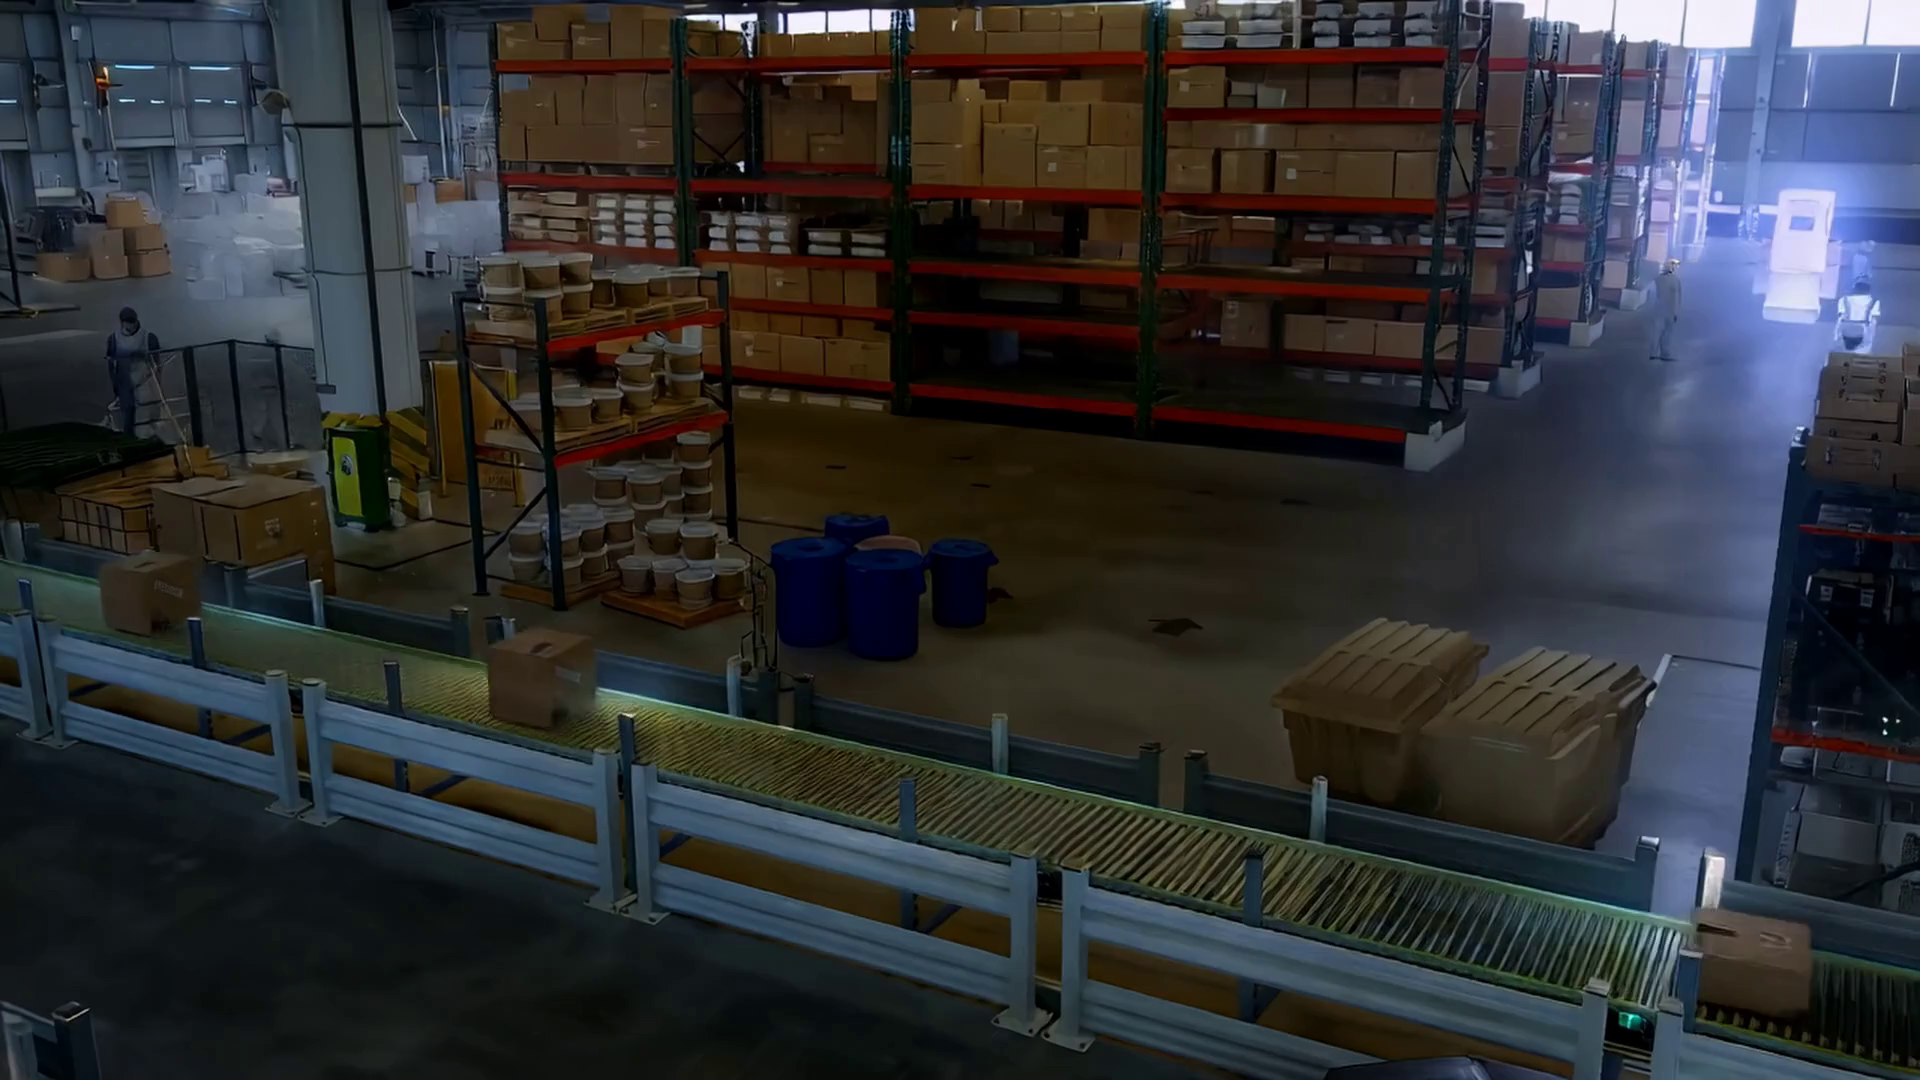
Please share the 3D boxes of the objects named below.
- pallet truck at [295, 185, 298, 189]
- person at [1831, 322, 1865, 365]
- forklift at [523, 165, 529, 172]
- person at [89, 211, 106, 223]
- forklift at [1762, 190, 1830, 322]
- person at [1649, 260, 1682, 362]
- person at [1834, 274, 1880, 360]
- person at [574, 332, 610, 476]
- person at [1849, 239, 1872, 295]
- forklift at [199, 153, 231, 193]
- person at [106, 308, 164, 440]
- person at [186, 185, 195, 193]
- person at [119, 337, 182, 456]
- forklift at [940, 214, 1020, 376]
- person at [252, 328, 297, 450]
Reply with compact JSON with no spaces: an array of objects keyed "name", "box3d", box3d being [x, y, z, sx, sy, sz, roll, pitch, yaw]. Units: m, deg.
[{"name":"pallet truck","box3d":[-26.804,-14.617,69.738,1.885,1.965,0.823,-14,20,-42]},{"name":"person","box3d":[11.947,-1.977,22.393,0.575,1.900,0.839,-14,20,-42]},{"name":"forklift","box3d":[-16.560,-13.622,64.309,1.873,2.768,1.129,3,15,10]},{"name":"person","box3d":[-25.113,-8.809,48.633,0.602,1.617,0.542,9,17,29]},{"name":"forklift","box3d":[18.659,-6.356,36.996,1.129,2.768,1.873,8,17,27]},{"name":"person","box3d":[13.229,-4.283,31.090,0.400,1.901,0.645,-5,16,-18]},{"name":"person","box3d":[14.776,-3.380,27.475,0.608,2.018,0.893,9,17,30]},{"name":"person","box3d":[-4.817,-1.846,21.737,0.388,1.992,0.622,2,15,6]},{"name":"person","box3d":[19.233,-5.472,35.568,0.399,1.899,0.635,12,19,38]},{"name":"forklift","box3d":[-27.440,-12.865,61.464,1.873,2.768,1.129,8,17,28]},{"name":"person","box3d":[-11.360,-2.187,22.929,0.690,2.000,0.538,-6,16,-20]},{"name":"person","box3d":[-26.711,-11.351,57.684,0.933,1.875,0.563,1,15,4]},{"name":"person","box3d":[-10.847,-1.857,22.269,0.594,1.749,0.529,-8,17,-27]},{"name":"forklift","box3d":[0.030,-4.290,29.228,1.873,2.768,1.129,8,17,28]},{"name":"person","box3d":[-9.712,-2.144,23.386,0.847,1.722,0.546,5,16,19]}]
